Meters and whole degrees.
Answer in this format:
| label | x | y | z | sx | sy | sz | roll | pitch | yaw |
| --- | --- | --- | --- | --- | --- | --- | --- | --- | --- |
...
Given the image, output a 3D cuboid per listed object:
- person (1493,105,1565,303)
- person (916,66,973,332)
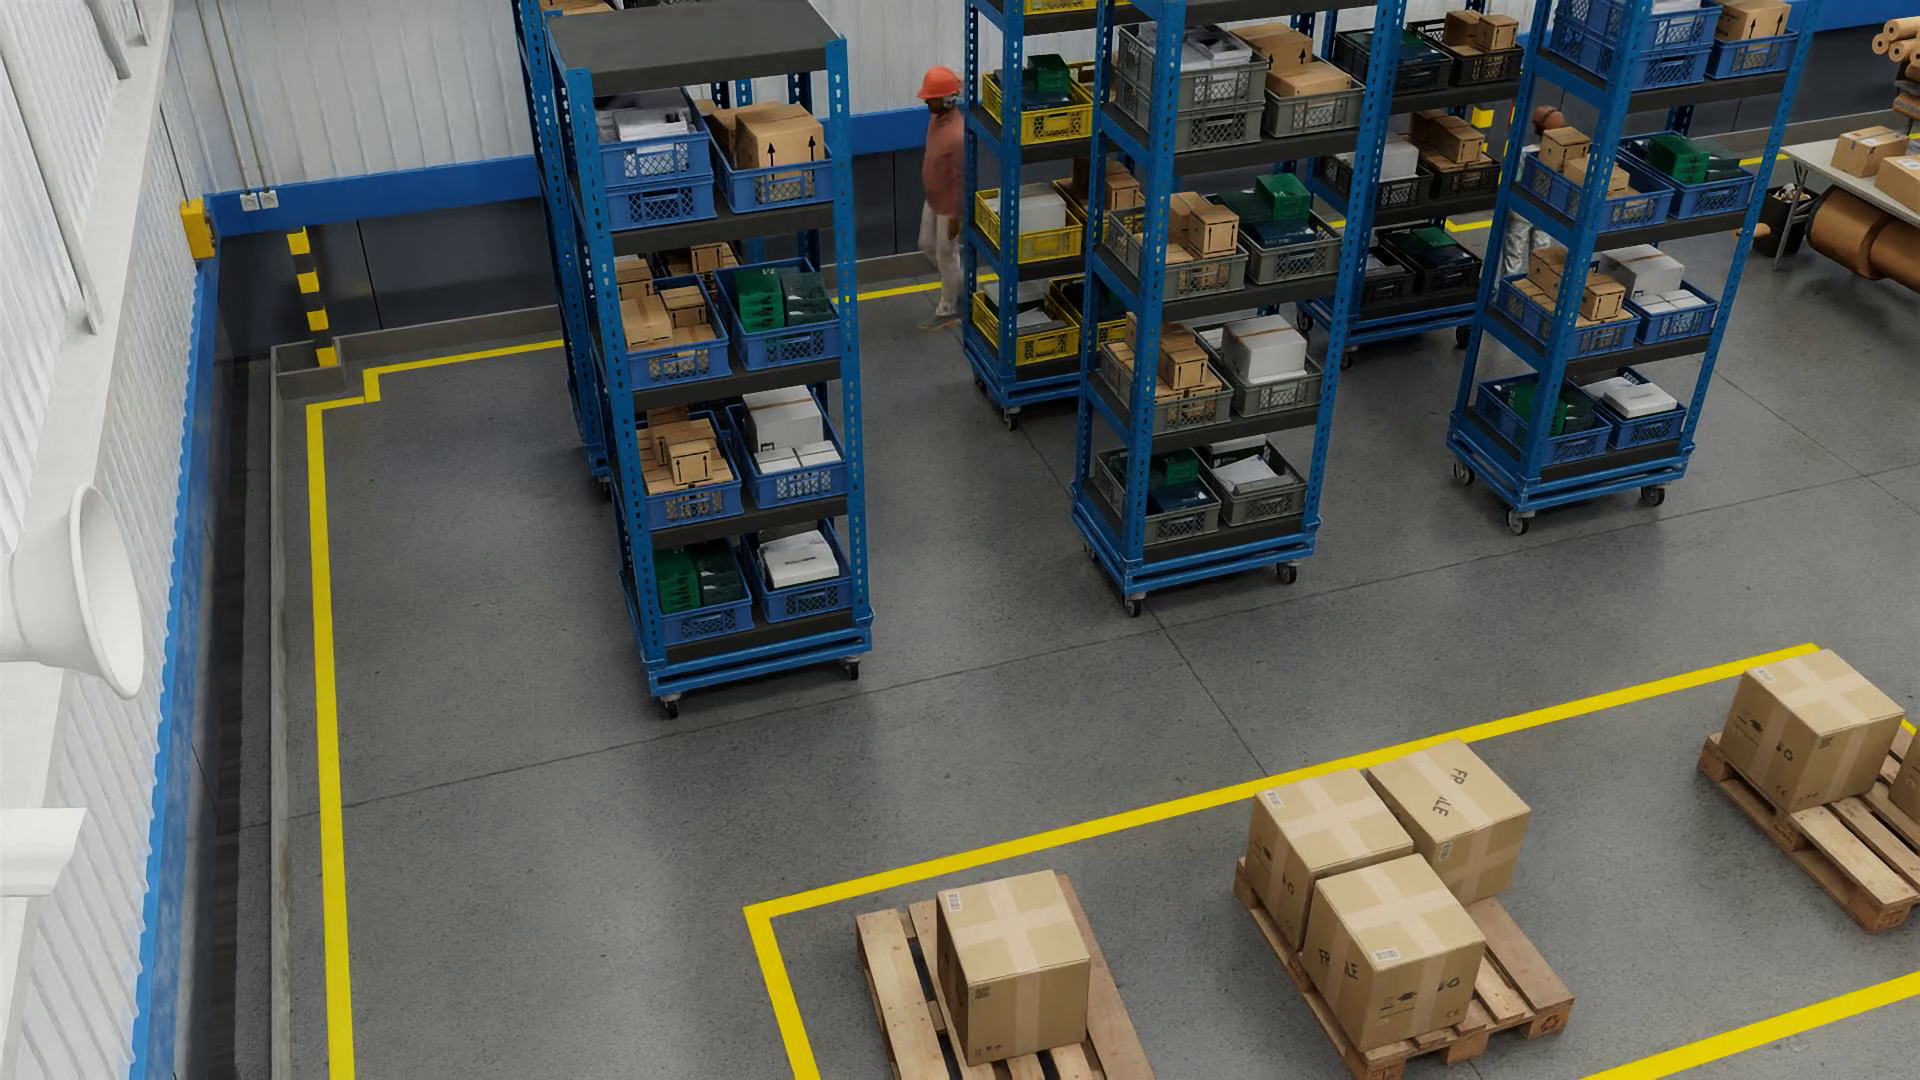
| label | x | y | z | sx | sy | sz | roll | pitch | yaw |
| --- | --- | --- | --- | --- | --- | --- | --- | --- | --- |
| person | 4.190 | -2.385 | 12.227 | 0.522 | 1.645 | 0.305 | -8 | 36 | -11 |
| person | -0.115 | -2.460 | 12.048 | 0.446 | 1.985 | 0.622 | -12 | 37 | -17 |
